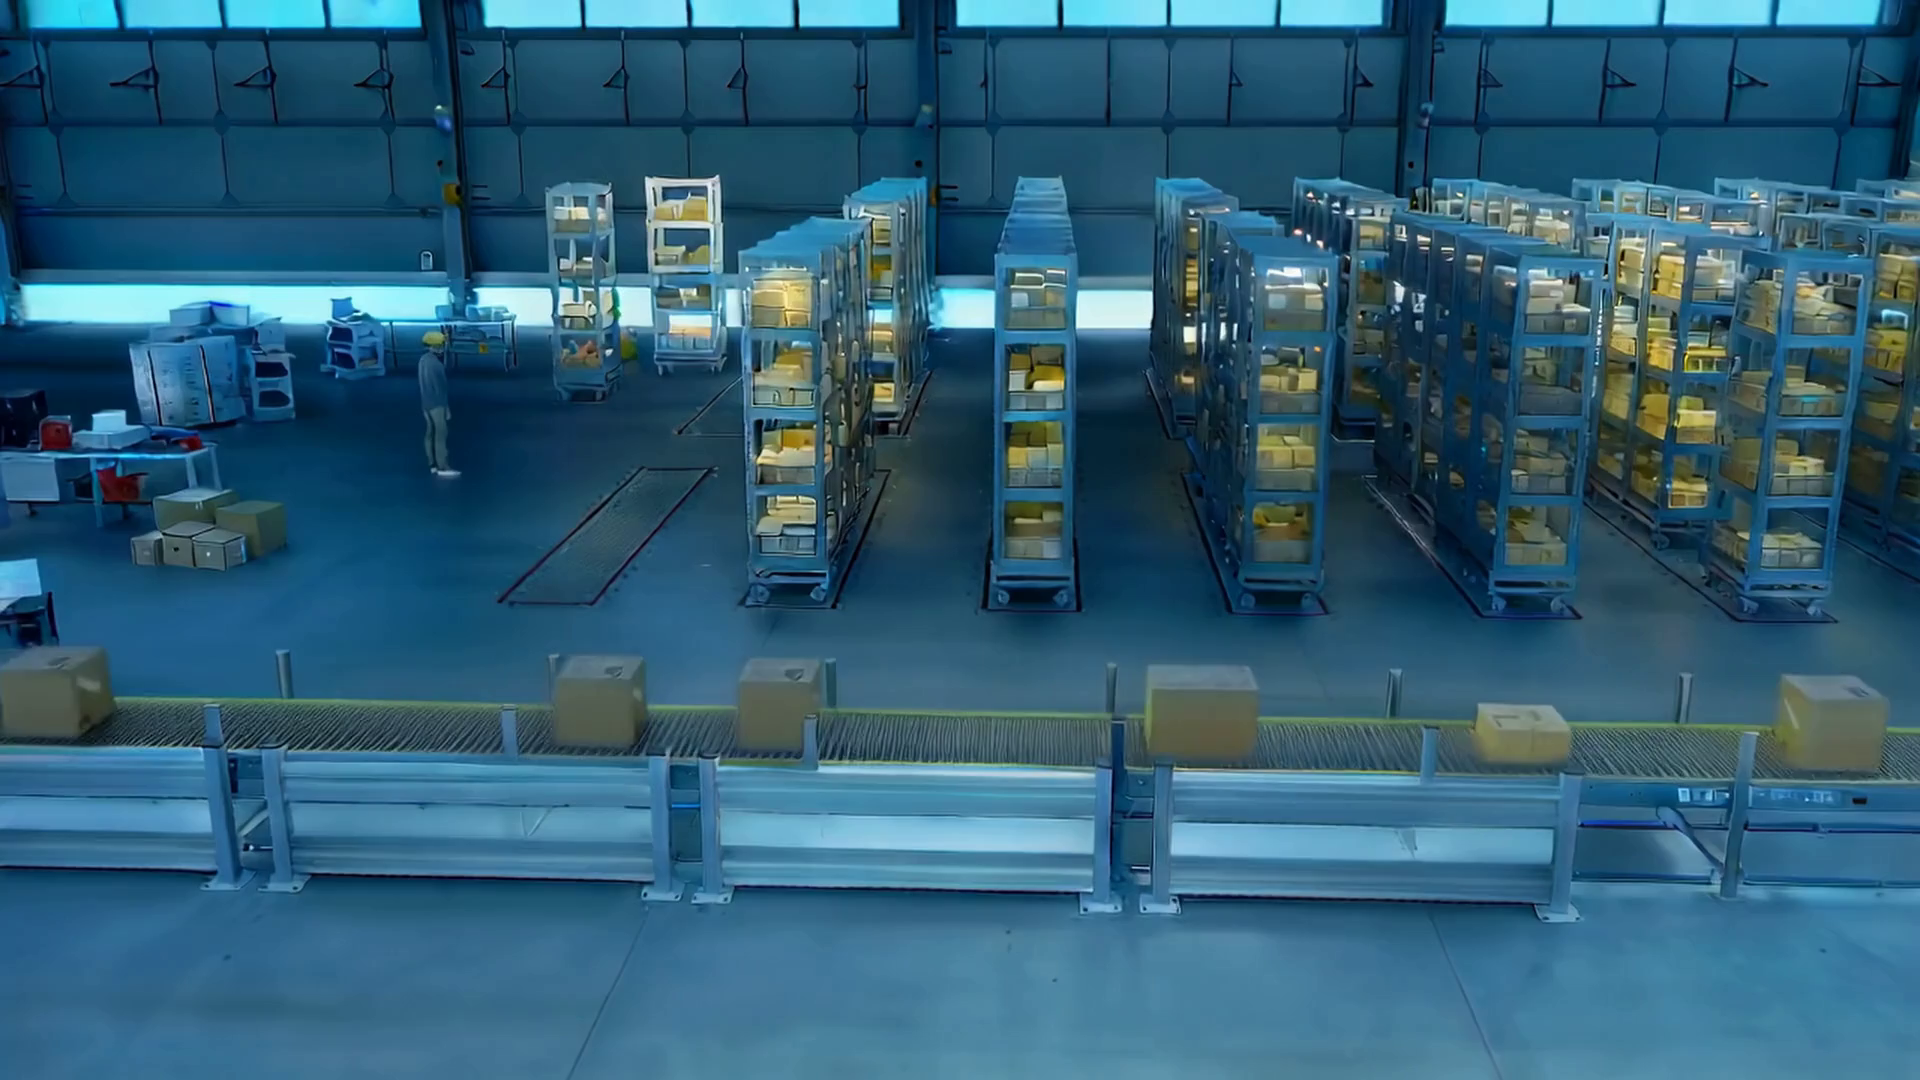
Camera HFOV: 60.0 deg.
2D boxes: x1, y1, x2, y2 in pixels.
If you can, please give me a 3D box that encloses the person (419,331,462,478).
[{"bbox_3d":[-7.098,-1.841,22.603,0.391,1.989,0.610,-12,19,-39],"label":"person"}]
